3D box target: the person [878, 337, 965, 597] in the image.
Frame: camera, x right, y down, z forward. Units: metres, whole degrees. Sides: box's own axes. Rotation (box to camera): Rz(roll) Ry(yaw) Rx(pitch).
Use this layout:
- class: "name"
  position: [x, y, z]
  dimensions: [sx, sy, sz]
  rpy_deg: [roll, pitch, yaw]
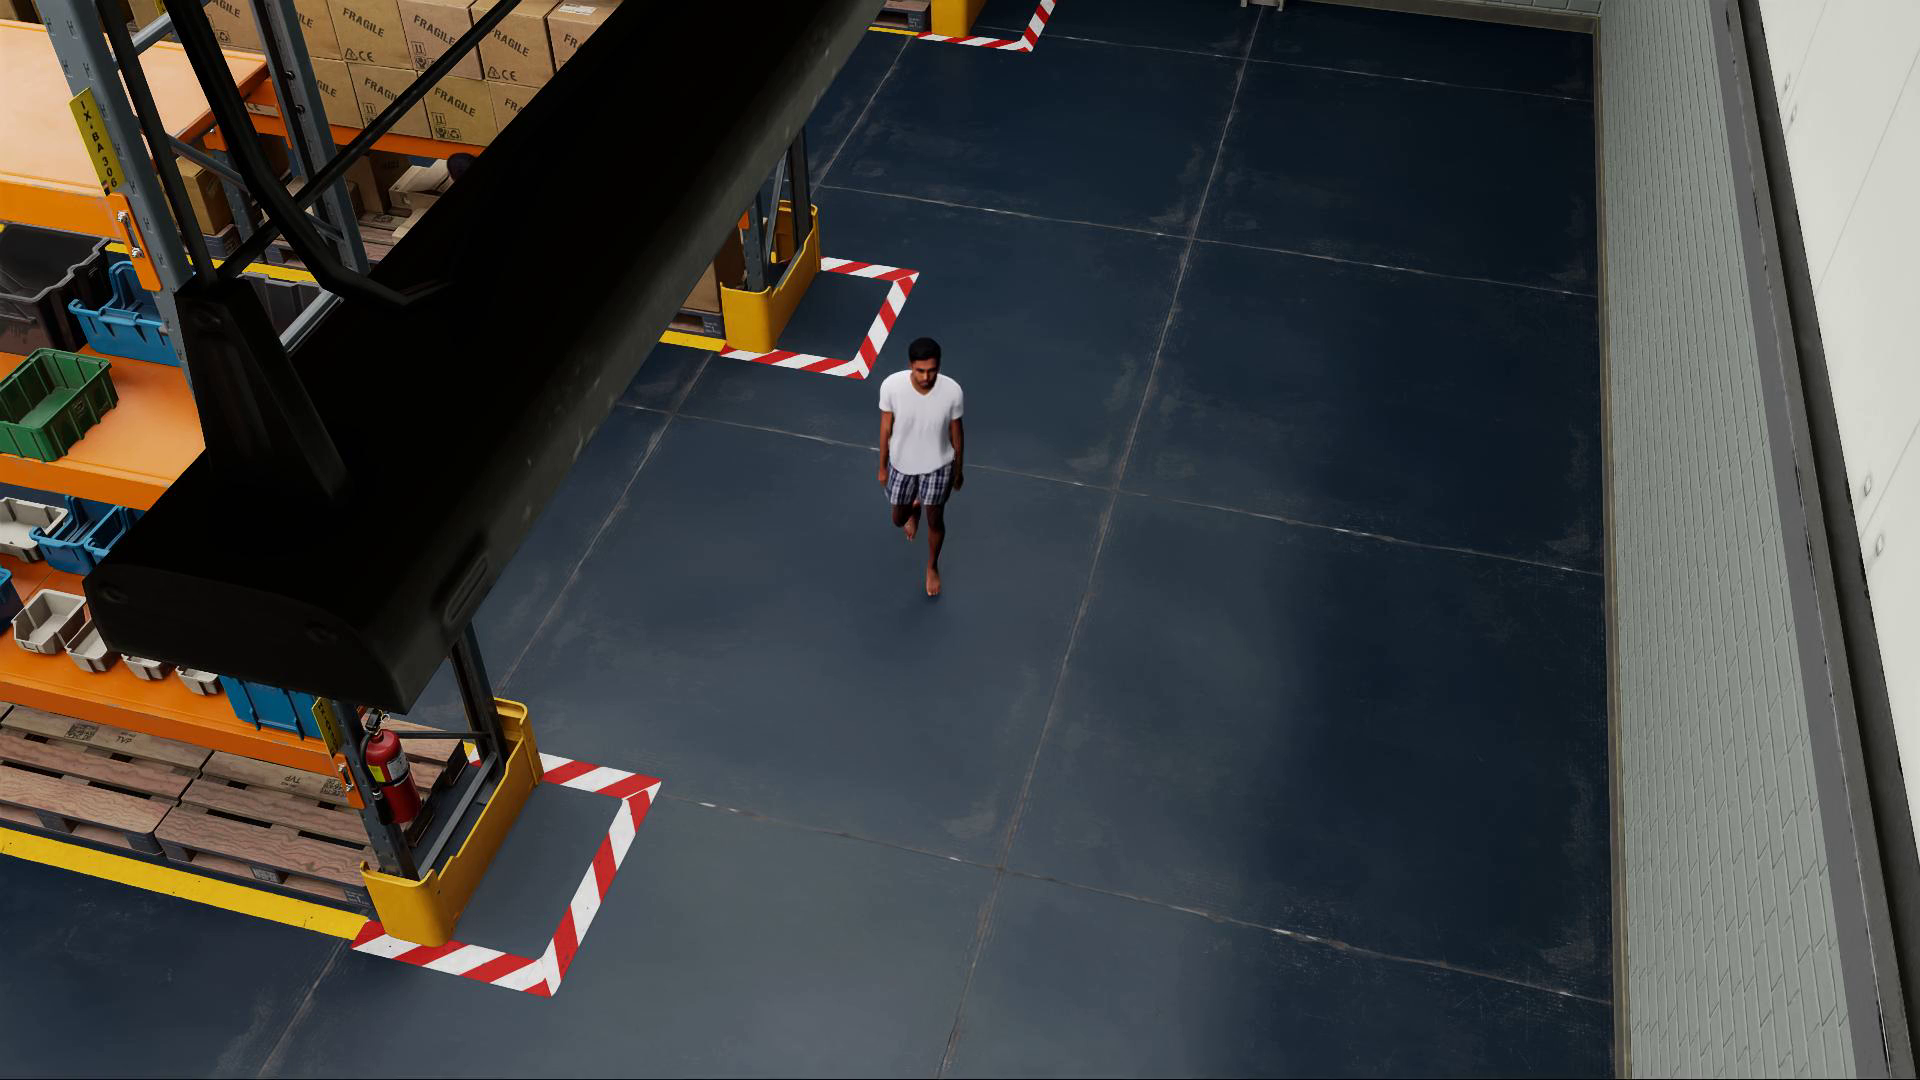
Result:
- class: "person"
  position: [-0.216, -0.486, 9.443]
  dimensions: [0.804, 1.717, 0.802]
  rpy_deg: [2, 43, 2]
